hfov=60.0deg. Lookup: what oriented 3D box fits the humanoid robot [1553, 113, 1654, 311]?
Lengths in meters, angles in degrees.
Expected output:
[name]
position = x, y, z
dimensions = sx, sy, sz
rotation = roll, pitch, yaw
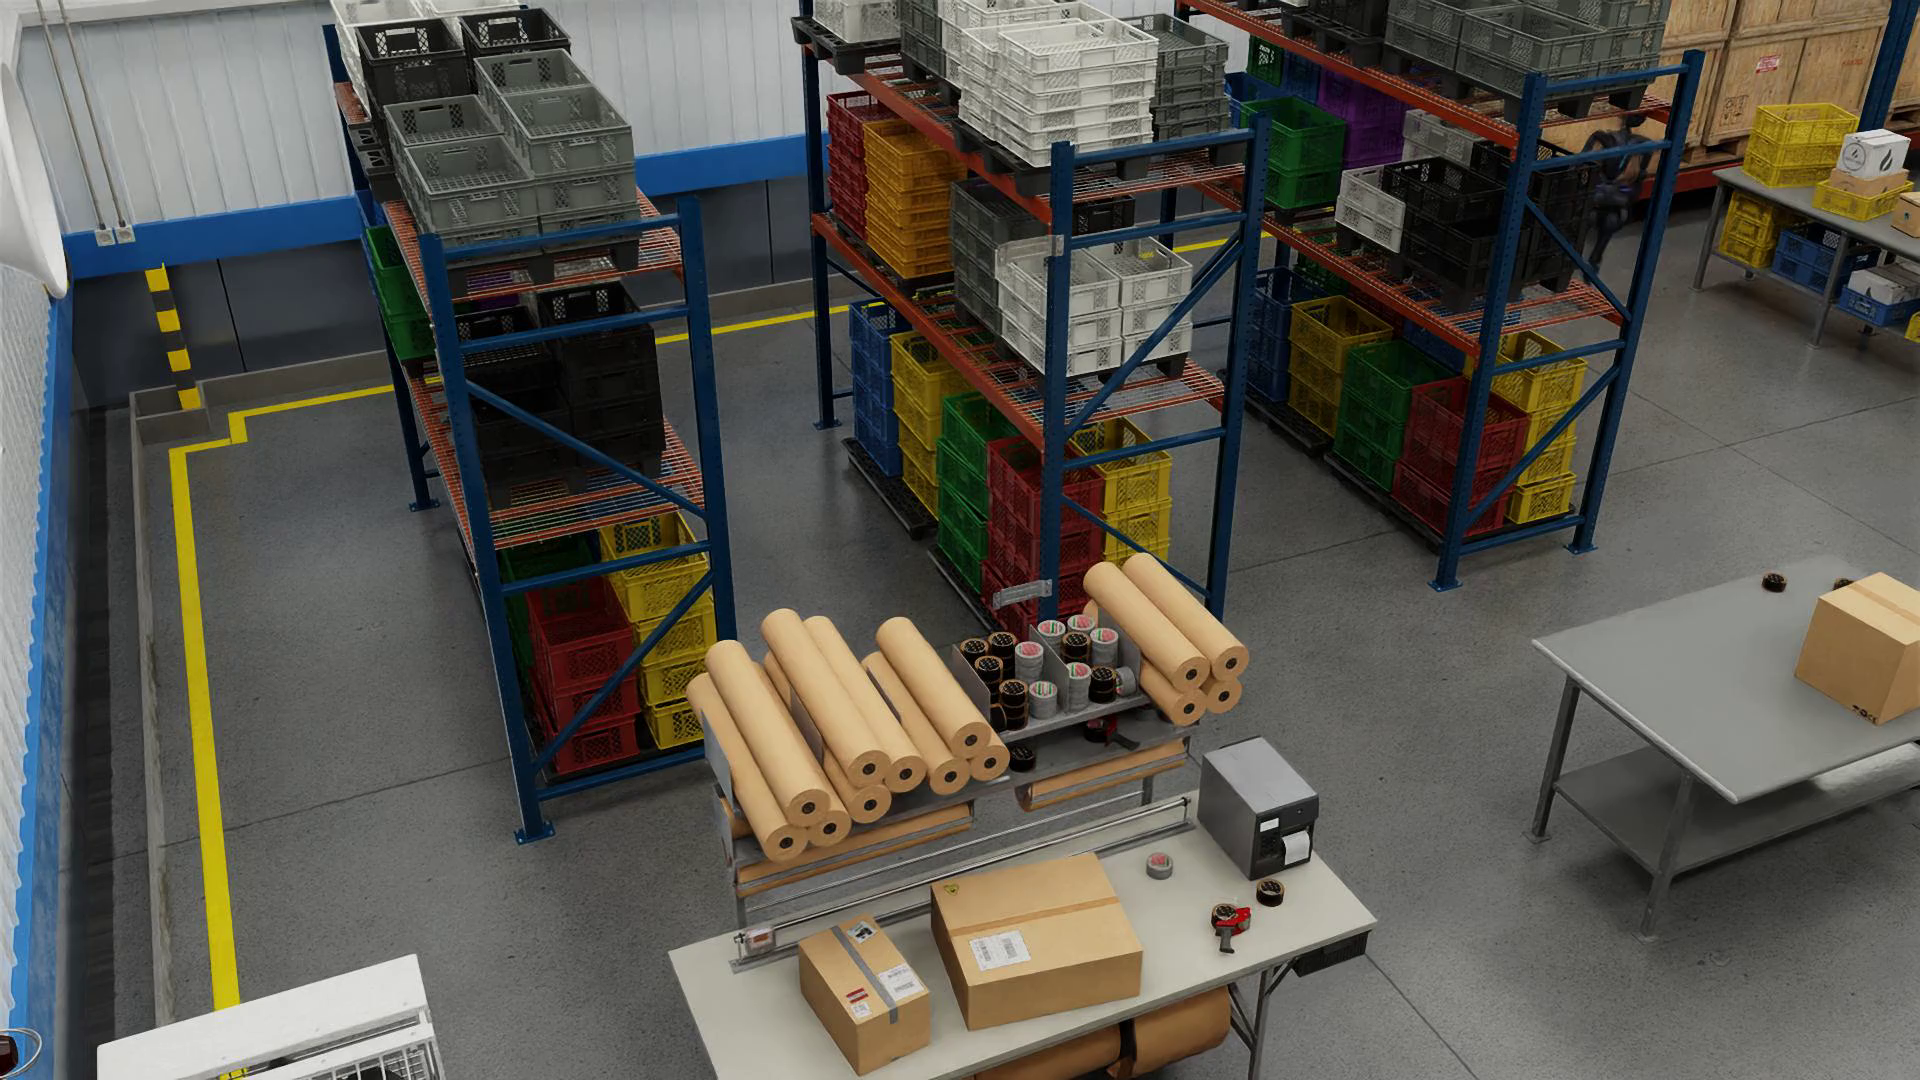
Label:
[humanoid robot]
position = 4.953, -2.615, 12.894
dimensions = 0.653, 1.622, 0.516
rotation = 5, 32, 8
